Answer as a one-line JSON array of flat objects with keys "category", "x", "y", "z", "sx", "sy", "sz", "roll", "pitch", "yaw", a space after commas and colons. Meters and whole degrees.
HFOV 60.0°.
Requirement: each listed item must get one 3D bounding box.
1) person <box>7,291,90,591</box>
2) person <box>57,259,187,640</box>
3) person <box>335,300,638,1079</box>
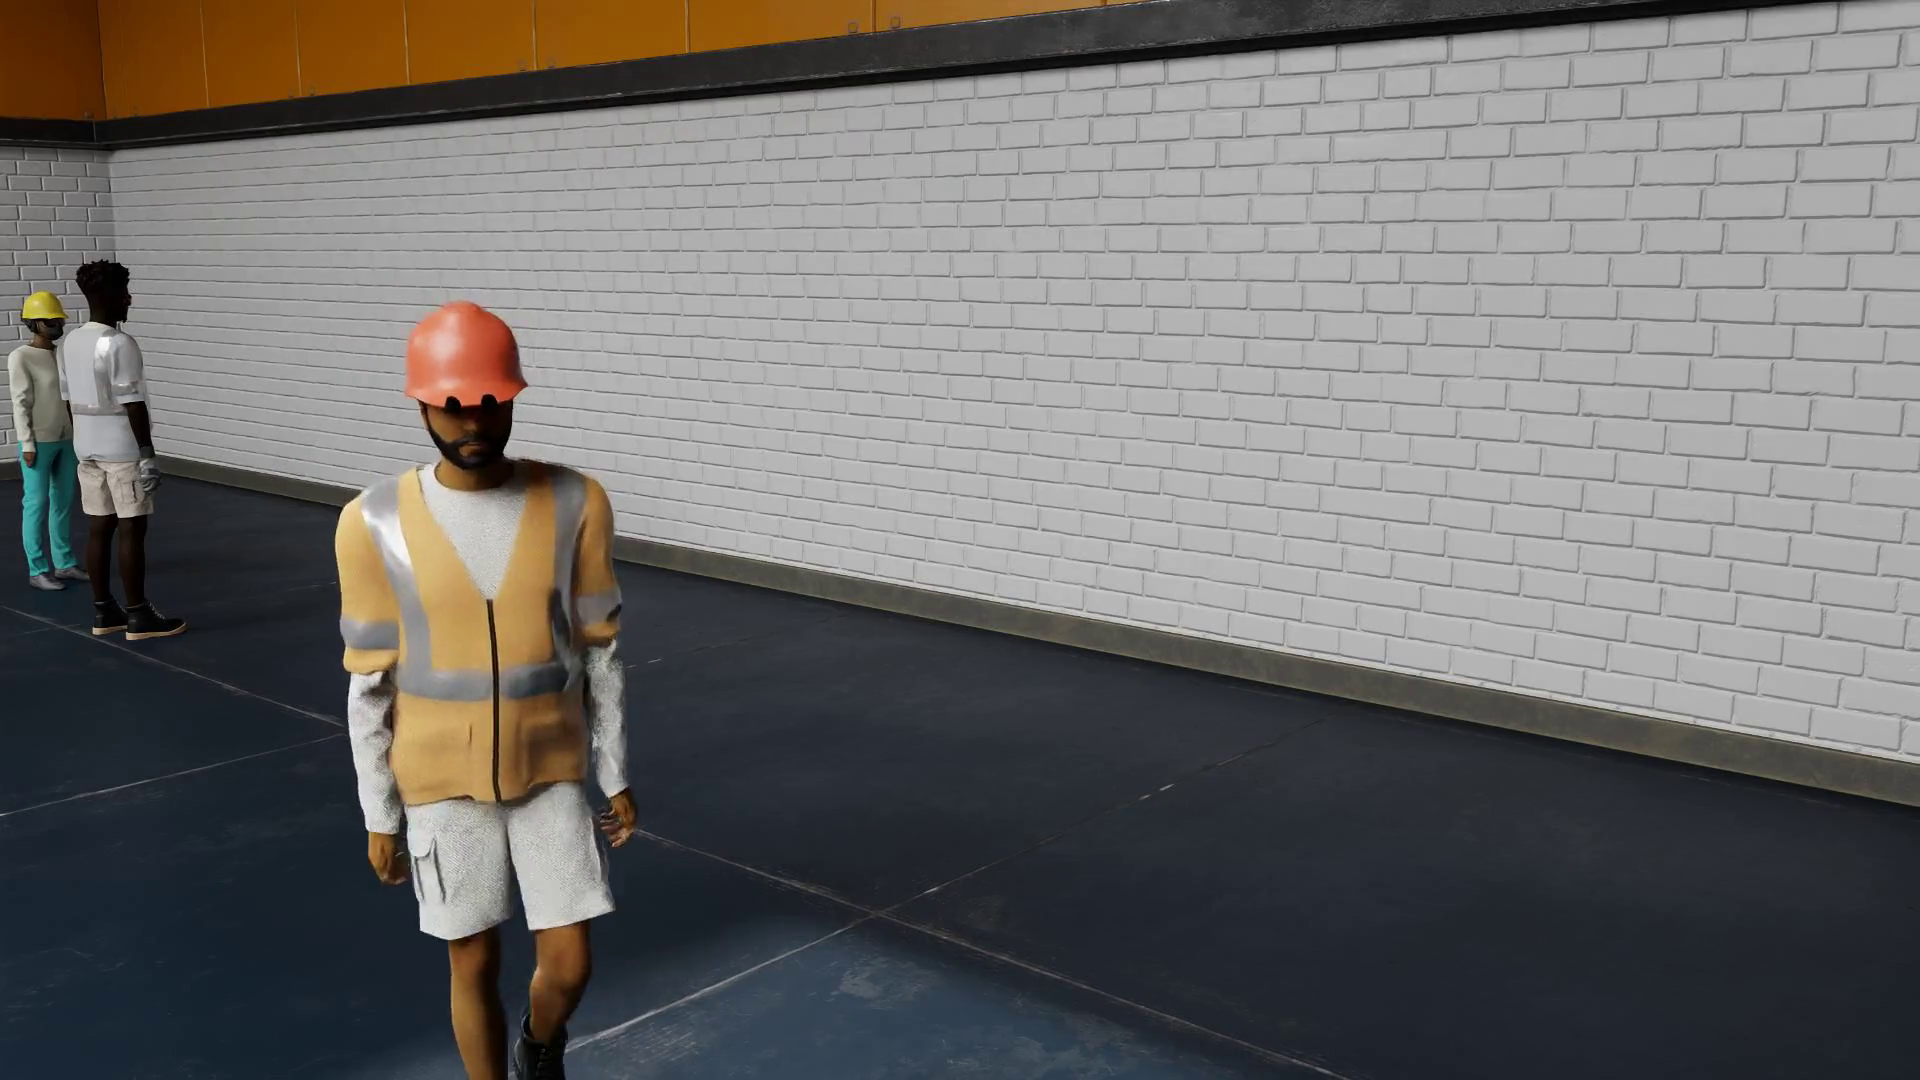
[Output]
[{"category": "person", "x": -5.414, "y": -0.593, "z": 9.935, "sx": 0.328, "sy": 1.769, "sz": 0.526, "roll": 2, "pitch": 10, "yaw": 10}, {"category": "person", "x": -4.375, "y": -0.462, "z": 8.626, "sx": 0.607, "sy": 1.966, "sz": 0.367, "roll": 6, "pitch": 11, "yaw": 30}, {"category": "person", "x": -0.949, "y": 0.478, "z": 3.397, "sx": 0.567, "sy": 1.919, "sz": 0.425, "roll": -4, "pitch": 11, "yaw": -20}]
